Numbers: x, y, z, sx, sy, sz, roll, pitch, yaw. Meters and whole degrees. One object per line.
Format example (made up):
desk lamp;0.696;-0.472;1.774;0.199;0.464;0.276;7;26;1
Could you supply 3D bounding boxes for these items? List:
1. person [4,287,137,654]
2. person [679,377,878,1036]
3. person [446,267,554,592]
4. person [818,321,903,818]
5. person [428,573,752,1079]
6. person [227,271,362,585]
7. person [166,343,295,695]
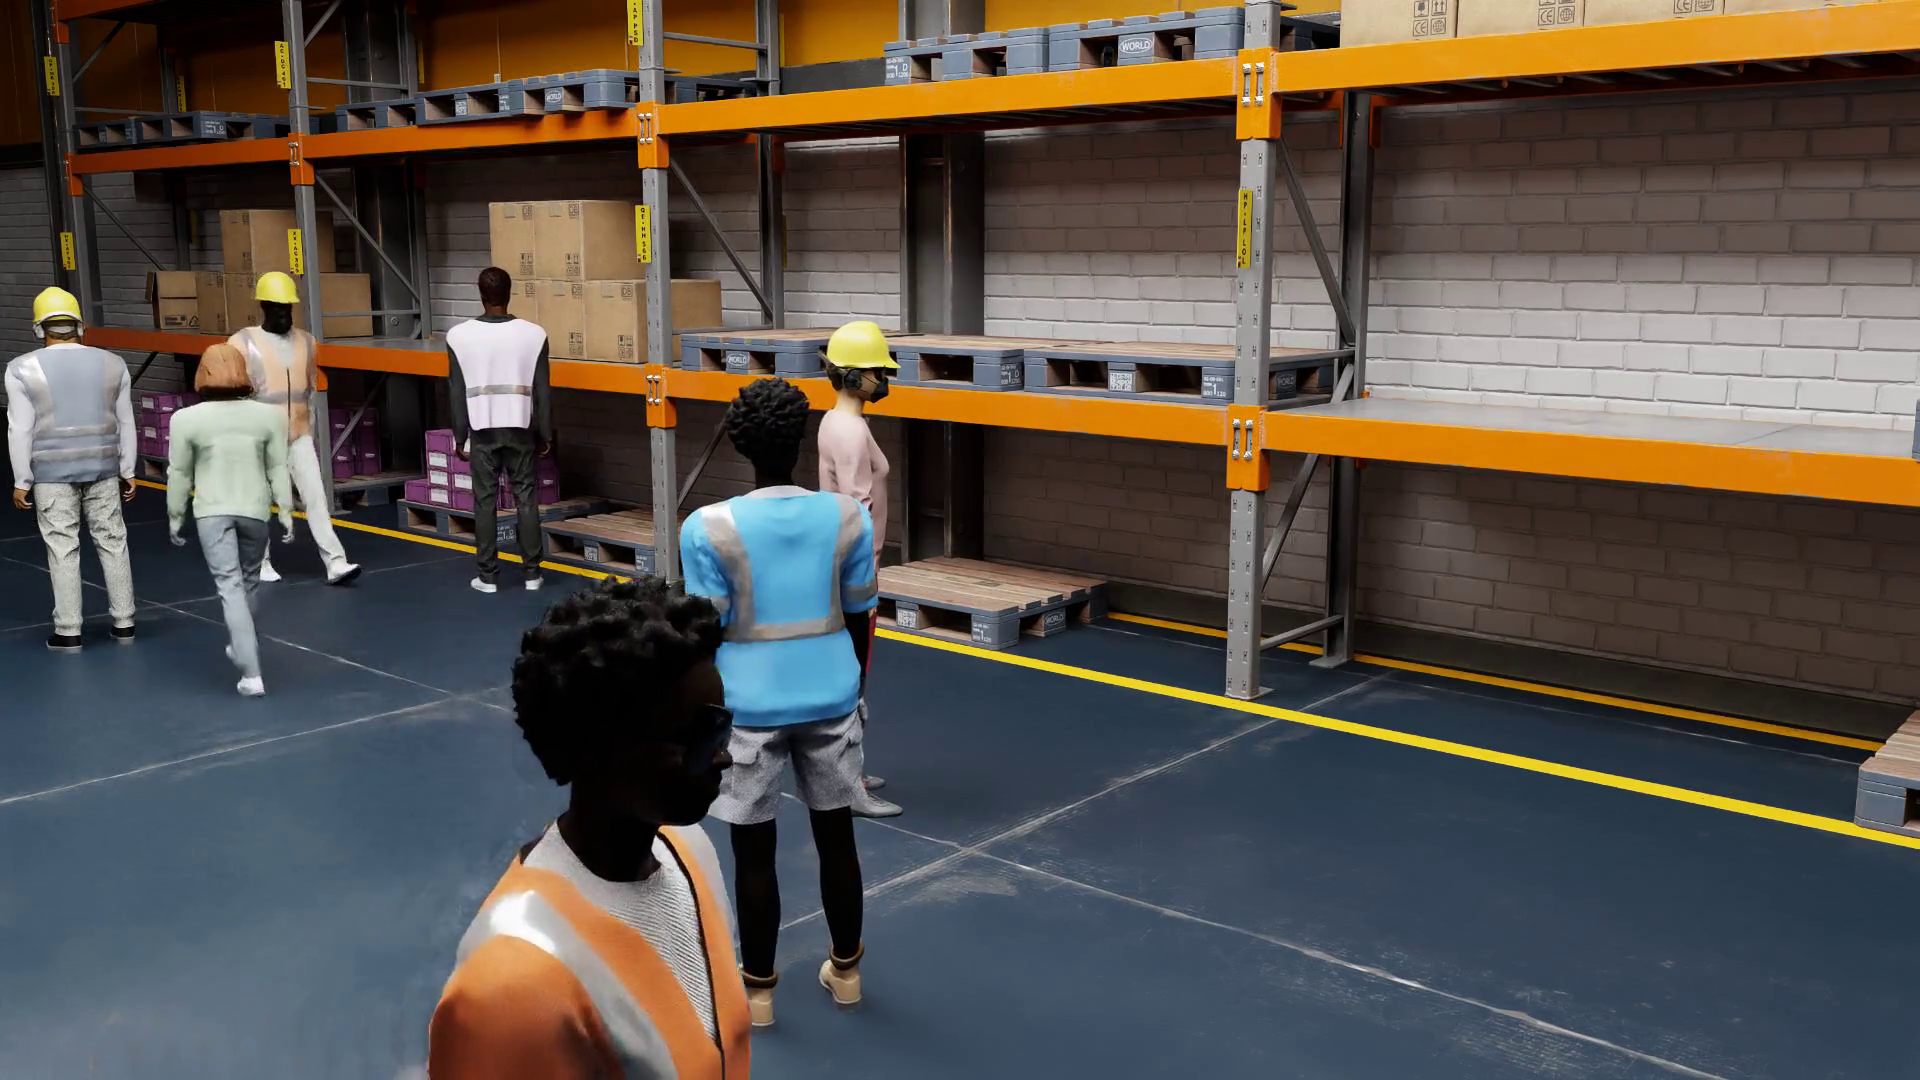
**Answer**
person;-4.456;-0.348;8.363;0.403;1.827;0.600;9;14;43
person;-0.463;0.430;4.302;0.536;1.699;0.321;-5;11;-26
person;-2.699;-0.645;9.825;0.591;1.912;0.383;-3;11;-18
person;-0.367;0.103;5.975;0.317;1.767;0.534;-2;10;-12
person;-0.326;0.865;1.849;0.457;1.679;0.557;1;10;7
person;-4.015;-0.641;9.896;0.977;1.875;0.612;8;13;38
person;-3.379;-0.112;7.700;0.515;1.582;0.847;-7;12;-36
